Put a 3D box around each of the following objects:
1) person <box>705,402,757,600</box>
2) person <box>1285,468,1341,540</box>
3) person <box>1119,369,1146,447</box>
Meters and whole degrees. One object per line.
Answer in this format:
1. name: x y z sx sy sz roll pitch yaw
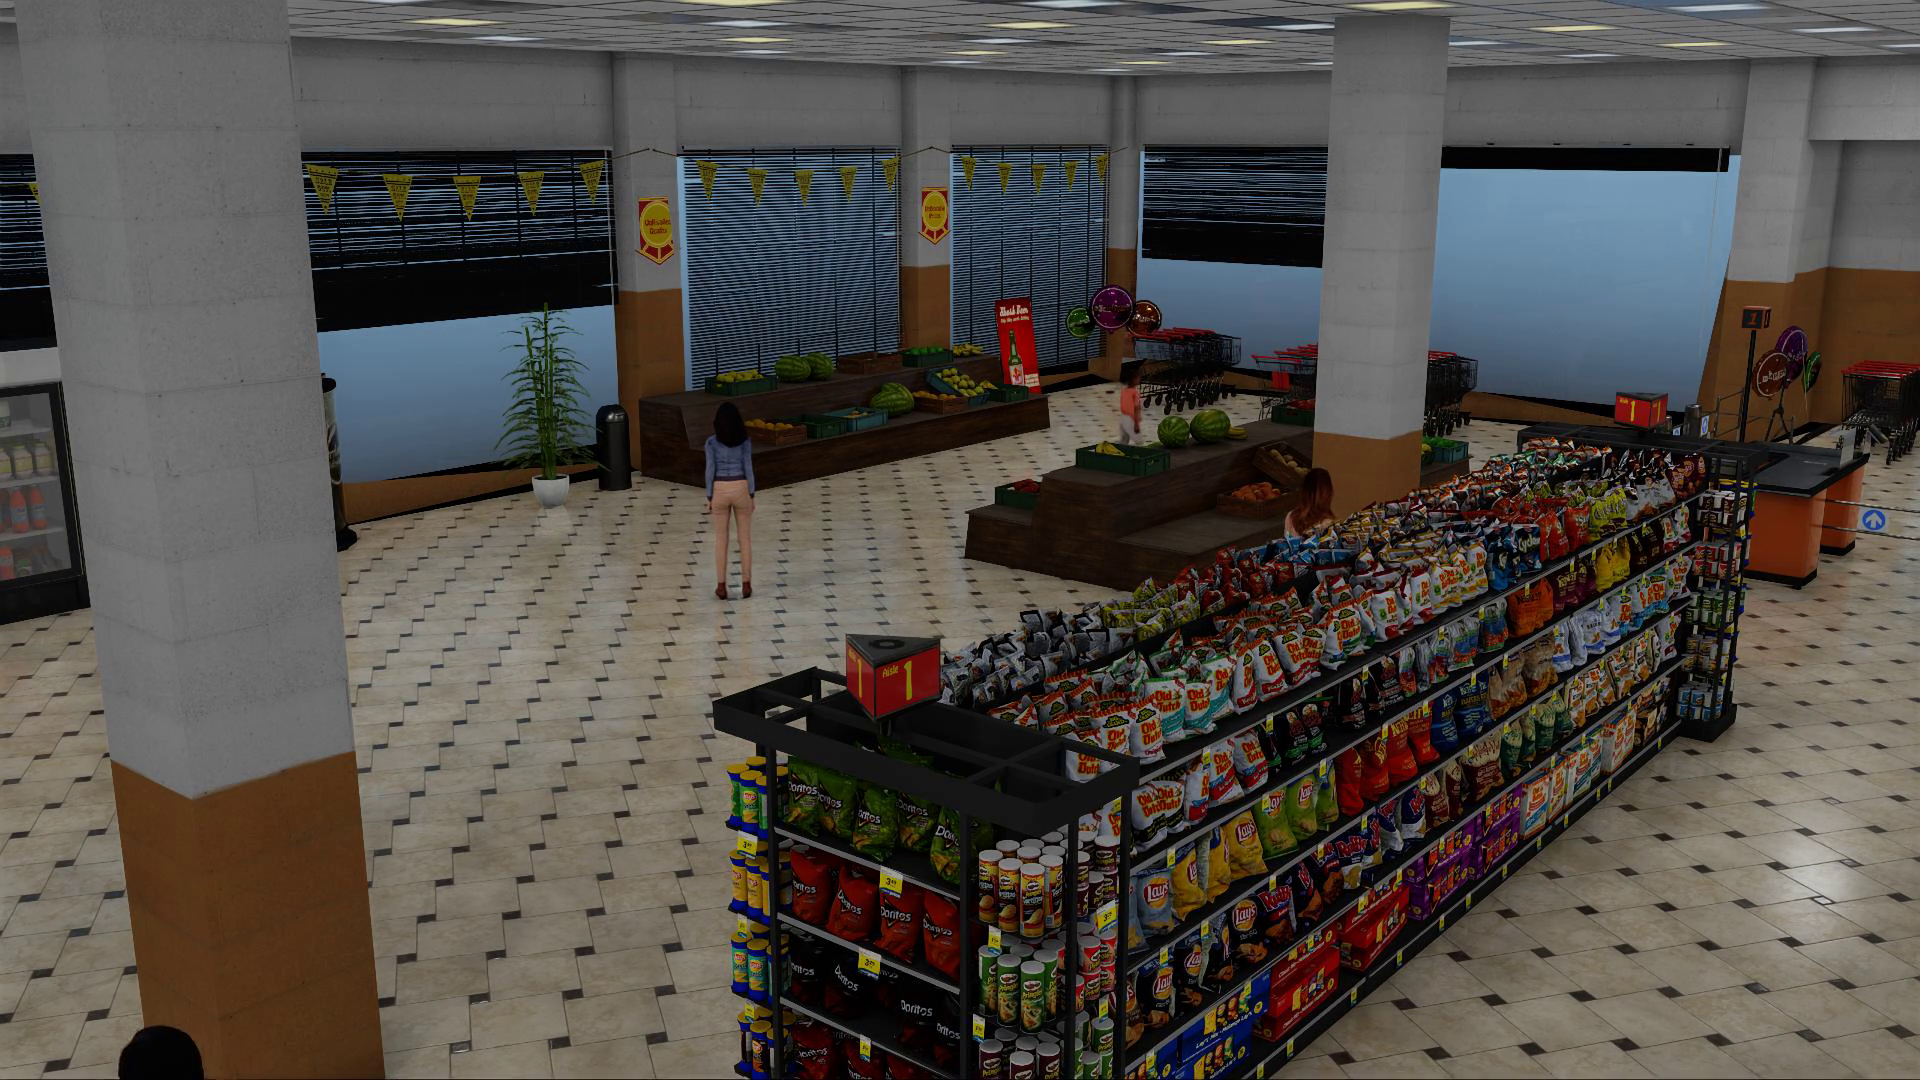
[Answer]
1. person: -2.034 -0.358 14.833 0.686 1.774 0.747 -1 14 -5
2. person: 2.427 0.396 11.731 0.586 1.772 0.964 11 17 38
3. person: 2.020 -1.418 20.216 0.637 1.297 0.588 -9 16 -33
